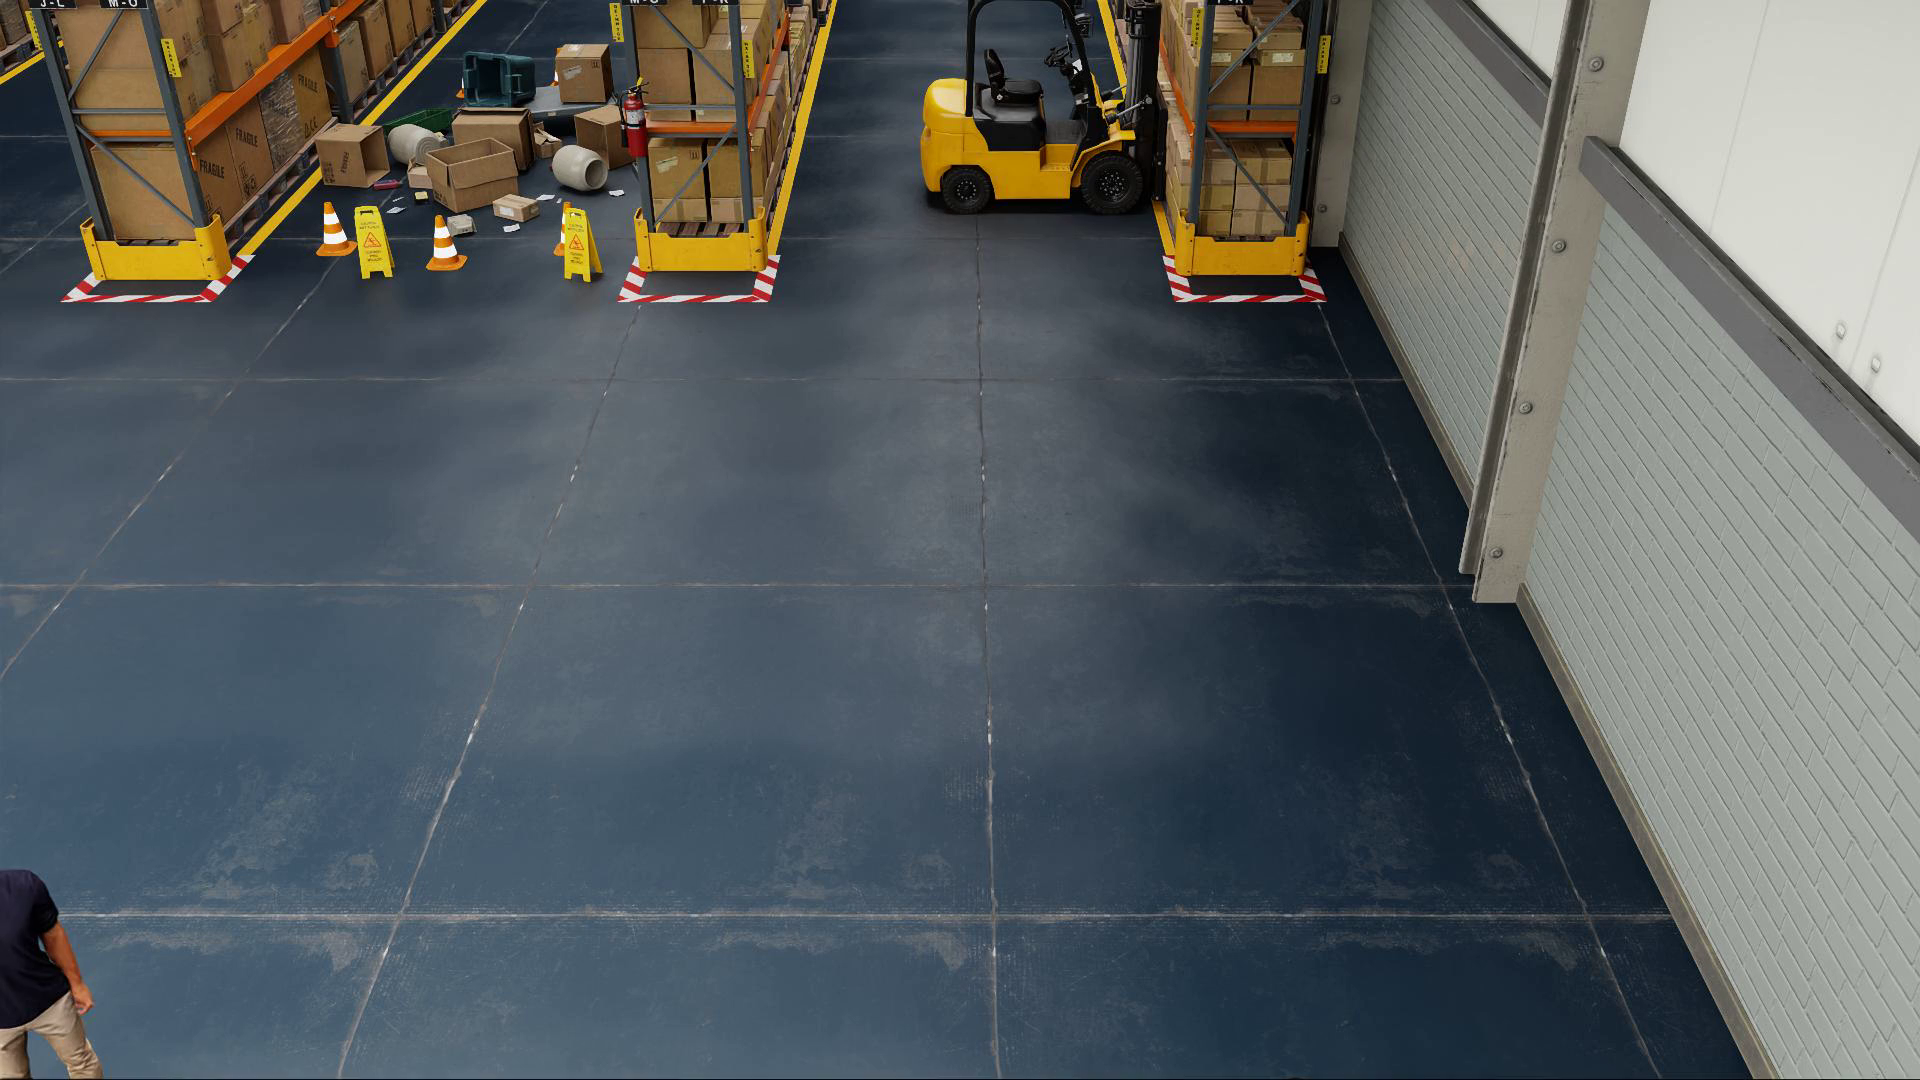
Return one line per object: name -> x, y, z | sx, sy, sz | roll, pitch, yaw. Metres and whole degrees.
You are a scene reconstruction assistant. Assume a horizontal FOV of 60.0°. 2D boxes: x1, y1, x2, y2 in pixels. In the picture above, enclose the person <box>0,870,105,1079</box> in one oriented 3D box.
person -> -3.799, 1.859, 6.717 | 0.712, 1.858, 0.715 | -19, 37, -27
